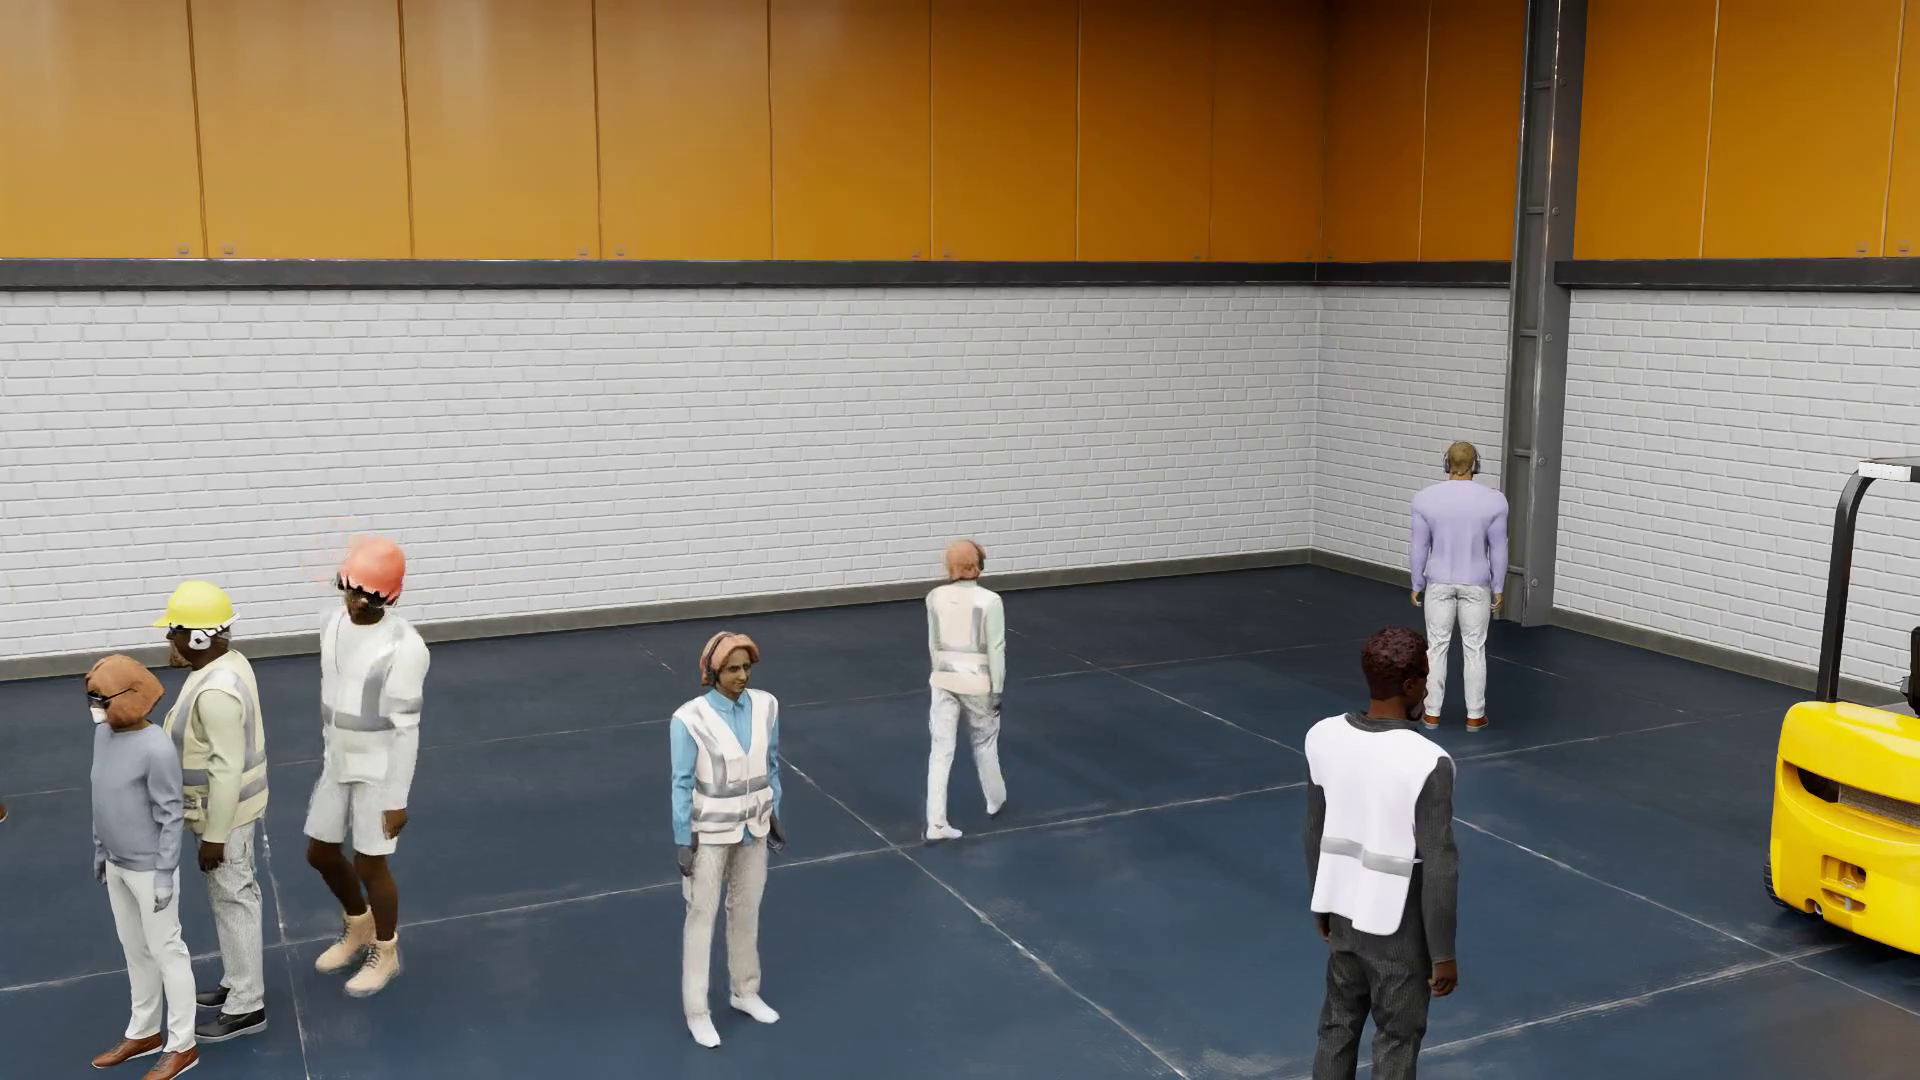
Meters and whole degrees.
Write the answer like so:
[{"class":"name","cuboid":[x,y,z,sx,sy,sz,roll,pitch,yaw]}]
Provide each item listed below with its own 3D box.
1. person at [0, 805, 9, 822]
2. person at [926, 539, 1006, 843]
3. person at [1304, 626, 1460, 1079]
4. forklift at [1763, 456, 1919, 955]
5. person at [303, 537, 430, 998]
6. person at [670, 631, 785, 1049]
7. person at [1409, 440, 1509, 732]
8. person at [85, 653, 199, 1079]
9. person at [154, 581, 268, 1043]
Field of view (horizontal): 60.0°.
[{"class":"person","cuboid":[-5.386,0.830,8.754,0.529,1.606,0.723,0,9,-3]},{"class":"person","cuboid":[0.038,0.797,8.993,0.528,1.585,0.816,5,10,29]},{"class":"person","cuboid":[1.345,1.223,5.356,0.390,1.920,0.587,-6,11,-33]},{"class":"forklift","cuboid":[4.857,0.731,7.561,2.313,2.155,1.214,-4,10,-25]},{"class":"person","cuboid":[-2.461,0.947,6.888,0.713,1.973,0.414,6,11,32]},{"class":"person","cuboid":[-0.918,1.165,6.591,0.522,1.636,0.310,-9,13,-43]},{"class":"person","cuboid":[3.287,0.307,11.001,0.627,1.934,0.371,3,10,19]},{"class":"person","cuboid":[-3.088,1.223,6.237,0.498,1.633,0.280,6,11,34]},{"class":"person","cuboid":[-2.961,1.064,6.608,0.403,1.835,0.586,-4,10,-21]}]
